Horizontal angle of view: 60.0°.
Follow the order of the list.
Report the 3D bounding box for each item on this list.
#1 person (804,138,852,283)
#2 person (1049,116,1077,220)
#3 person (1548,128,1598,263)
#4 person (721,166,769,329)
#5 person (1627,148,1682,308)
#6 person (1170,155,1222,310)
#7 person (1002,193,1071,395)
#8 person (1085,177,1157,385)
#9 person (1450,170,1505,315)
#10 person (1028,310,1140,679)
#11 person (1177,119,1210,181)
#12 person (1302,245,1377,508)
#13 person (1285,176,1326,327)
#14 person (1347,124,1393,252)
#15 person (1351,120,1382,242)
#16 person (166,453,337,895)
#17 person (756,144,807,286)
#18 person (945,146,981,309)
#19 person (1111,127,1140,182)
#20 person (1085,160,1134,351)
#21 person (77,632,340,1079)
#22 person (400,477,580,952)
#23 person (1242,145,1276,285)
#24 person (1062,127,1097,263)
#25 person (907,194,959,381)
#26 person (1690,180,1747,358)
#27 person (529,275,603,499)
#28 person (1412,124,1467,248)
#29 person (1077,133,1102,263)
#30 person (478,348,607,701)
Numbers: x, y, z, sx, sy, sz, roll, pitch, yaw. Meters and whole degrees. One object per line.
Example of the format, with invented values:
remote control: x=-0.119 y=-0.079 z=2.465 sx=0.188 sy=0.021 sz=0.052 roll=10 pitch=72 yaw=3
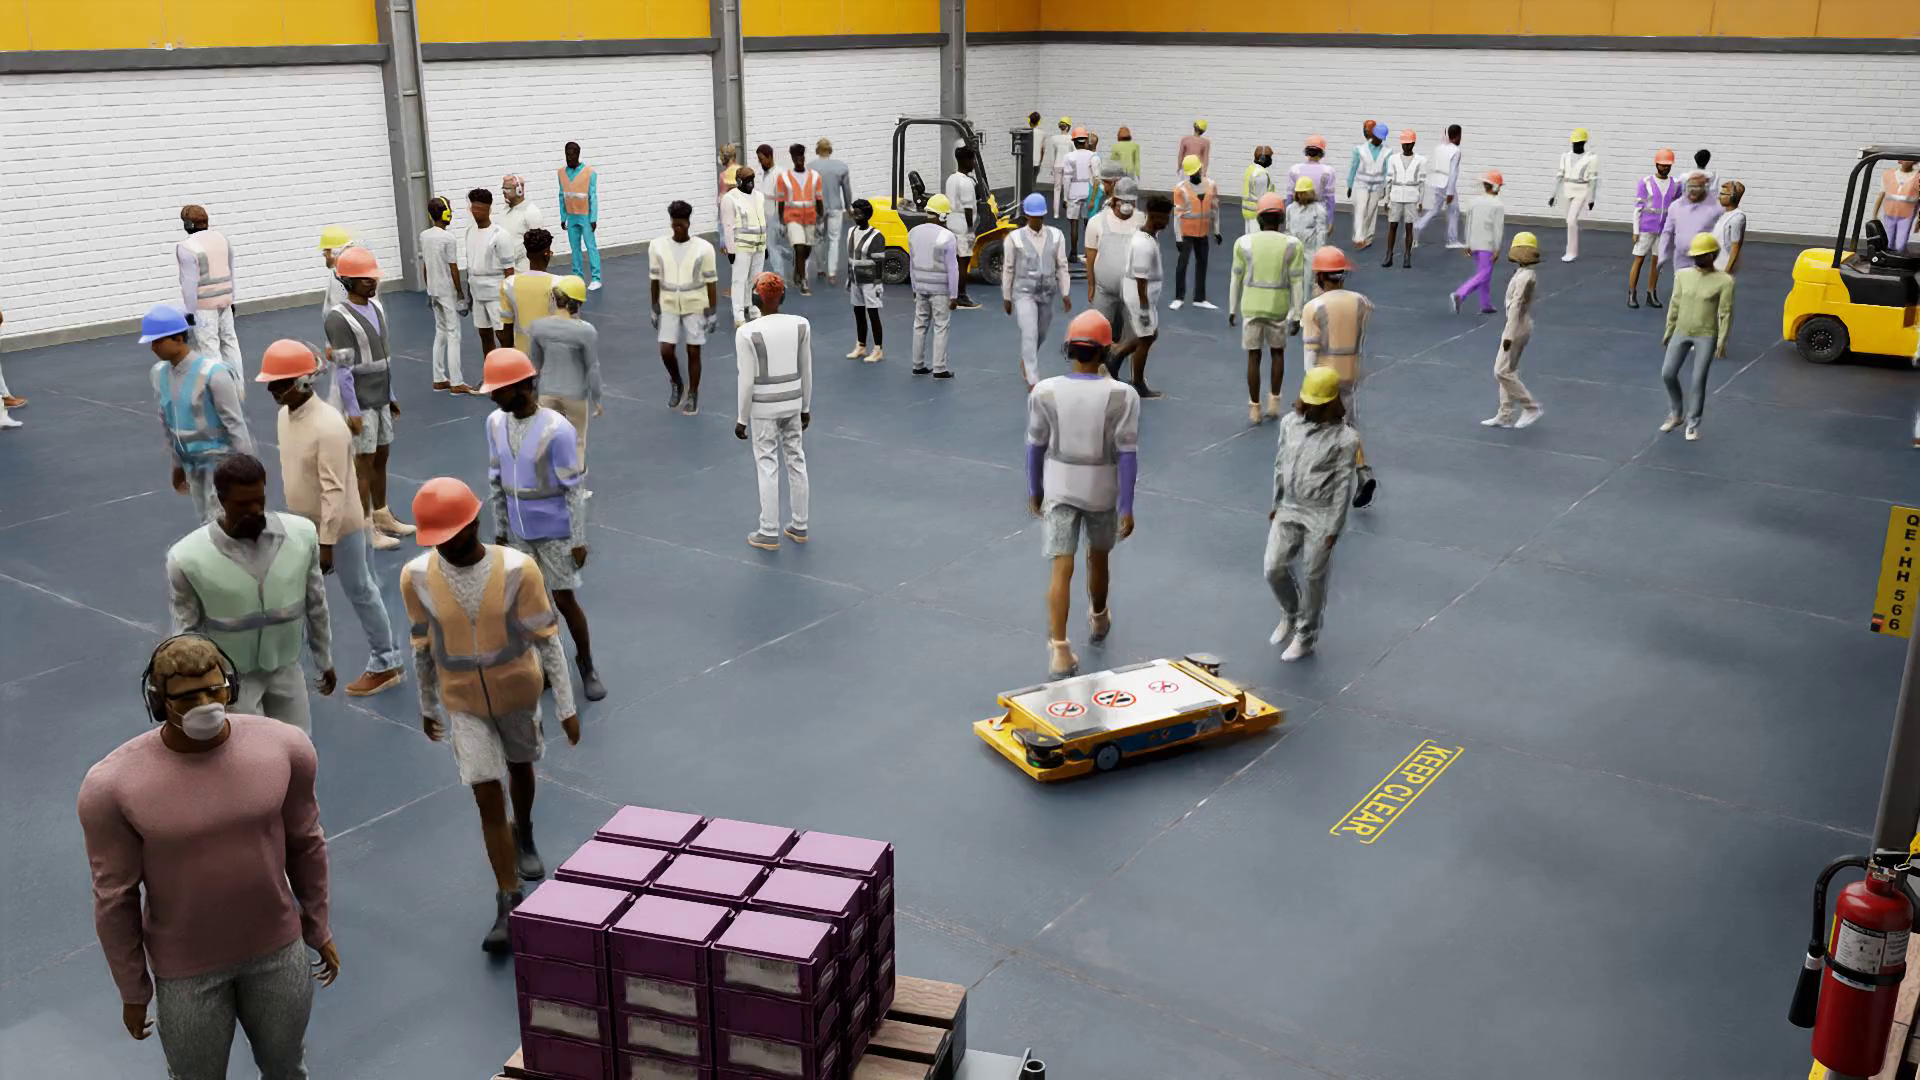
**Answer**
person: x=-1.780 y=-4.422 z=22.309 sx=0.646 sy=1.905 sz=0.800 roll=0 pitch=18 yaw=0
person: x=1.815 y=-6.464 z=28.933 sx=0.524 sy=1.760 sz=0.326 roll=6 pitch=19 yaw=18
person: x=8.844 y=-4.981 z=24.068 sx=0.702 sy=1.902 sz=0.613 roll=-10 pitch=20 yaw=-28
person: x=-2.420 y=-3.334 z=19.006 sx=0.429 sy=1.843 sz=0.633 roll=13 pitch=22 yaw=35
person: x=8.493 y=-3.798 z=20.303 sx=0.547 sy=1.938 sz=0.377 roll=-1 pitch=18 yaw=-2
person: x=2.867 y=-3.717 z=20.161 sx=0.666 sy=1.886 sz=0.400 roll=-8 pitch=19 yaw=-23
person: x=0.692 y=-2.374 z=15.911 sx=0.604 sy=1.911 sz=0.934 roll=-6 pitch=19 yaw=-19
person: x=1.550 y=-2.484 z=16.027 sx=0.702 sy=2.000 sz=0.536 roll=1 pitch=18 yaw=2
person: x=6.197 y=-3.526 z=19.797 sx=0.731 sy=1.725 sz=0.560 roll=-7 pitch=19 yaw=-21
person: x=0.674 y=-0.281 z=9.225 sx=0.628 sy=1.989 sz=1.042 roll=4 pitch=18 yaw=13
person: x=4.079 y=-6.493 z=29.079 sx=0.528 sy=1.716 sz=0.784 roll=-1 pitch=18 yaw=-2
person: x=2.755 y=-1.180 z=12.168 sx=0.542 sy=1.910 sz=0.821 roll=-6 pitch=19 yaw=-18
person: x=3.941 y=-3.299 z=19.092 sx=0.487 sy=1.727 sz=0.423 roll=10 pitch=20 yaw=28
person: x=6.212 y=-5.328 z=25.183 sx=0.624 sy=1.875 sz=0.888 roll=0 pitch=18 yaw=-1
person: x=6.425 y=-5.650 z=26.186 sx=0.358 sy=1.881 sz=0.574 roll=11 pitch=21 yaw=32
person: x=-2.929 y=0.520 z=6.889 sx=0.623 sy=1.885 sz=0.603 roll=-16 pitch=24 yaw=-41
person: x=-2.346 y=-4.233 z=21.766 sx=0.611 sy=1.878 sz=0.608 roll=-8 pitch=20 yaw=-24
person: x=0.027 y=-3.819 z=20.322 sx=0.362 sy=1.963 sz=0.612 roll=-7 pitch=19 yaw=-22
person: x=2.848 y=-6.355 z=28.859 sx=0.514 sy=1.576 sz=0.882 roll=-3 pitch=18 yaw=-9
person: x=1.595 y=-3.021 z=17.706 sx=0.535 sy=2.000 sz=0.706 roll=1 pitch=18 yaw=3
person: x=-2.081 y=1.179 z=4.734 sx=0.630 sy=1.940 sz=0.372 roll=-14 pitch=23 yaw=-37
person: x=-1.844 y=0.628 z=6.588 sx=0.638 sy=1.869 sz=0.963 roll=-3 pitch=18 yaw=-10
person: x=3.924 y=-4.246 z=21.865 sx=0.429 sy=1.839 sz=0.633 roll=-2 pitch=18 yaw=-6
person: x=1.721 y=-4.965 z=23.968 sx=0.542 sy=1.930 sz=0.366 roll=-6 pitch=19 yaw=-19
person: x=-0.241 y=-2.484 z=16.394 sx=0.595 sy=1.819 sz=0.403 roll=14 pitch=22 yaw=37
person: x=7.987 y=-2.832 z=17.431 sx=0.345 sy=1.846 sz=0.508 roll=3 pitch=18 yaw=9
person: x=-2.886 y=-1.039 z=12.035 sx=0.554 sy=1.722 sz=0.711 roll=3 pitch=18 yaw=10
person: x=7.332 y=-5.379 z=25.343 sx=0.893 sy=1.890 sz=0.603 roll=-5 pitch=18 yaw=-14
person: x=1.887 y=-4.934 z=24.006 sx=0.327 sy=1.843 sz=0.514 roll=0 pitch=18 yaw=-1
person: x=-2.191 y=-0.070 z=8.688 sx=0.589 sy=1.916 sz=0.509 roll=10 pitch=20 yaw=29
